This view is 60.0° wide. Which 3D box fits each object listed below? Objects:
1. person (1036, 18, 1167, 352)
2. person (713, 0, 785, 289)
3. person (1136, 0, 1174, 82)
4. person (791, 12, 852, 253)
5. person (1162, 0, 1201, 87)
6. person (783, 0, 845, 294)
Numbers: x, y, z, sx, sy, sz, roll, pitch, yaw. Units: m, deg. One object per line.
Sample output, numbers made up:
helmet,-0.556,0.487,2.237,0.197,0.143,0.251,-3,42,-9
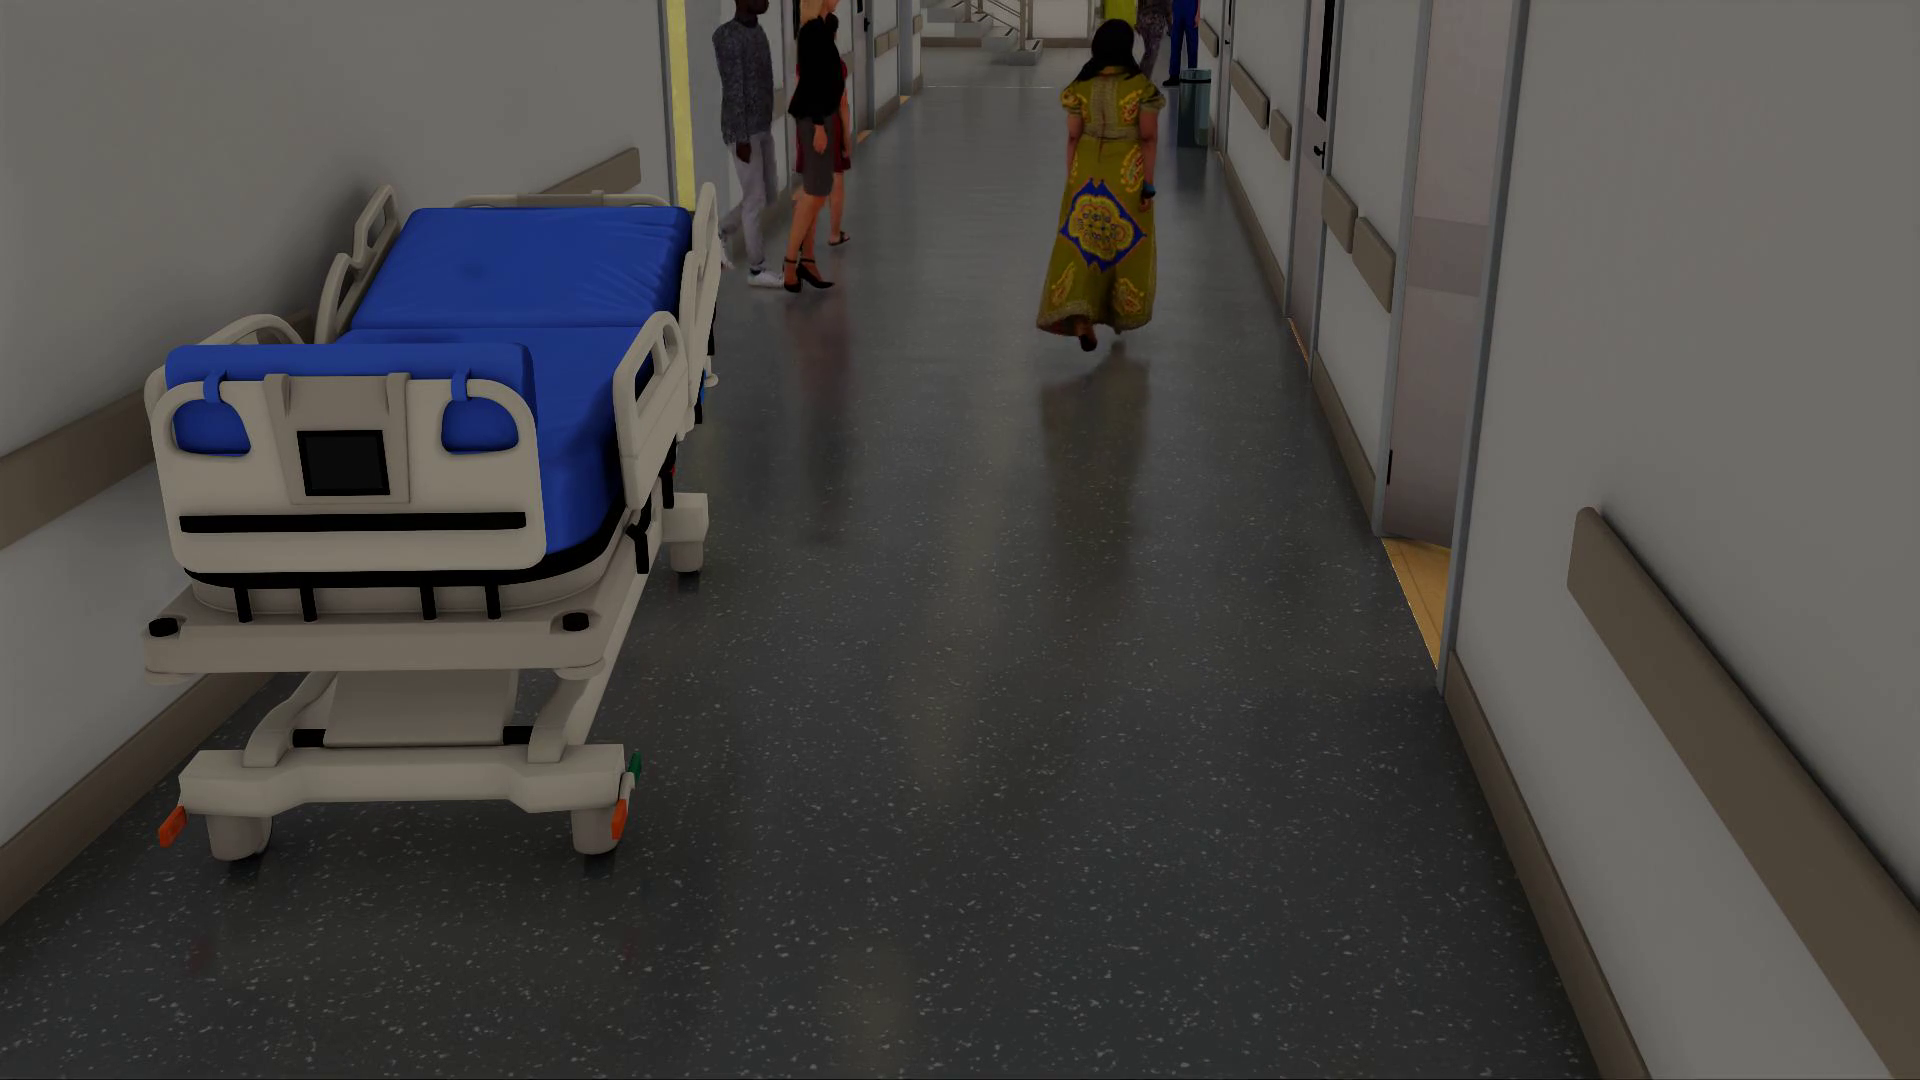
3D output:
person,0.727,-1.737,8.354,1.299,1.622,0.917,4,21,11
person,-1.323,-2.412,9.853,0.924,1.823,0.803,3,21,8
person,2.266,-6.173,19.956,0.710,1.700,0.776,17,26,37
person,-0.935,-2.643,10.871,0.952,1.527,0.723,6,21,15
person,2.912,-6.801,21.403,0.637,1.851,0.765,11,23,26
person,-0.856,-2.349,9.671,0.670,1.834,0.687,0,21,0
